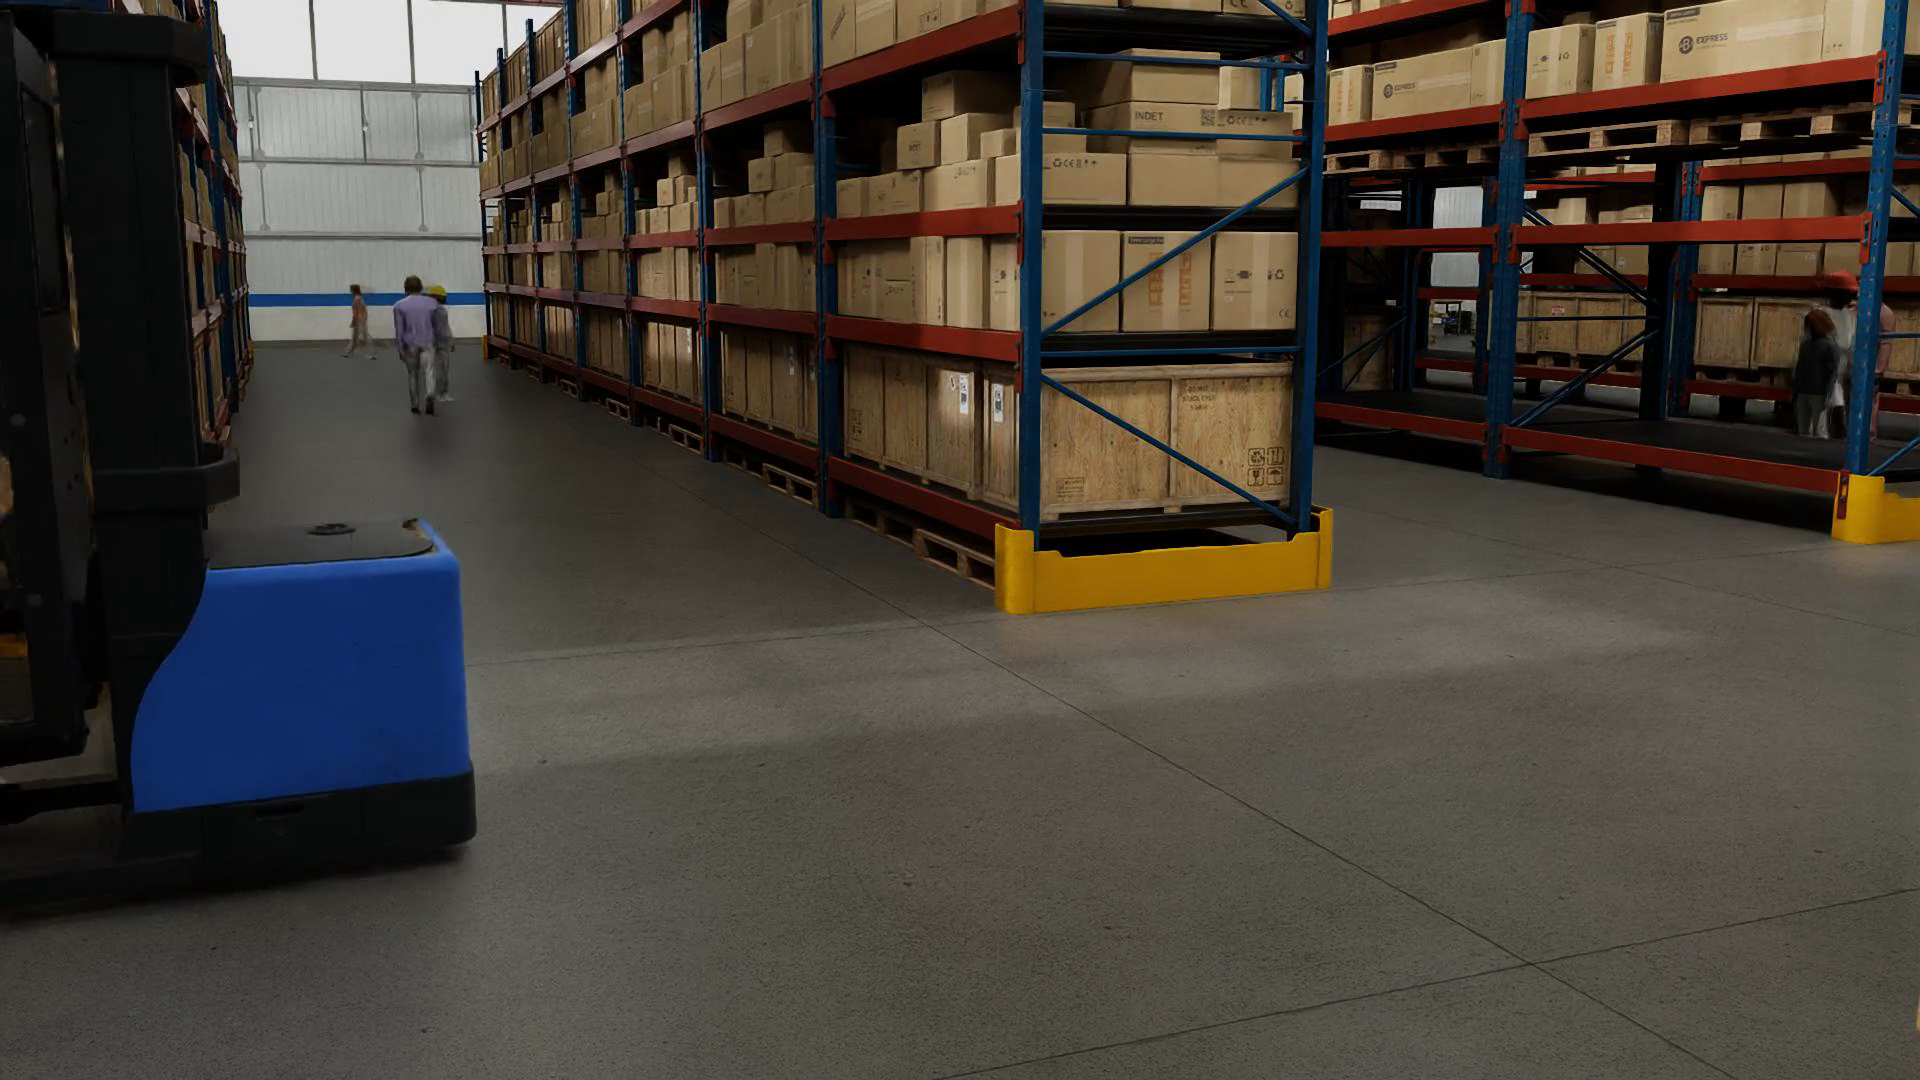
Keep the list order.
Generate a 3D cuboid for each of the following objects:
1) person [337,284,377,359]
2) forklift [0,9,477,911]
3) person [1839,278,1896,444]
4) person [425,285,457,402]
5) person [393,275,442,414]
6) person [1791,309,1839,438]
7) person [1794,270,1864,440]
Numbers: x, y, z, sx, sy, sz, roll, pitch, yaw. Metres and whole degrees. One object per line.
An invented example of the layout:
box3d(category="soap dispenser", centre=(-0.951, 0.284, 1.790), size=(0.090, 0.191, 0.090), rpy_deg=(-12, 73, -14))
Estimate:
box3d(category="person", centre=(-12.942, -4.660, 35.610), size=(0.842, 1.595, 0.528), rpy_deg=(-3, 10, -19))
box3d(category="forklift", centre=(-2.725, -0.298, 5.646), size=(1.873, 2.768, 1.129), rpy_deg=(-4, 10, -23))
box3d(category="person", centre=(9.718, -1.866, 17.956), size=(0.411, 1.908, 0.643), rpy_deg=(-3, 10, -15))
box3d(category="person", centre=(-7.751, -2.920, 24.772), size=(0.357, 1.725, 0.516), rpy_deg=(3, 10, 19))
box3d(category="person", centre=(-7.342, -2.643, 22.600), size=(0.637, 1.916, 0.866), rpy_deg=(-4, 10, -23))
box3d(category="person", centre=(8.063, -1.360, 15.736), size=(0.278, 1.633, 0.498), rpy_deg=(-2, 10, -11))
box3d(category="person", centre=(8.567, -1.621, 16.240), size=(0.623, 1.985, 1.048), rpy_deg=(-7, 12, -36))
